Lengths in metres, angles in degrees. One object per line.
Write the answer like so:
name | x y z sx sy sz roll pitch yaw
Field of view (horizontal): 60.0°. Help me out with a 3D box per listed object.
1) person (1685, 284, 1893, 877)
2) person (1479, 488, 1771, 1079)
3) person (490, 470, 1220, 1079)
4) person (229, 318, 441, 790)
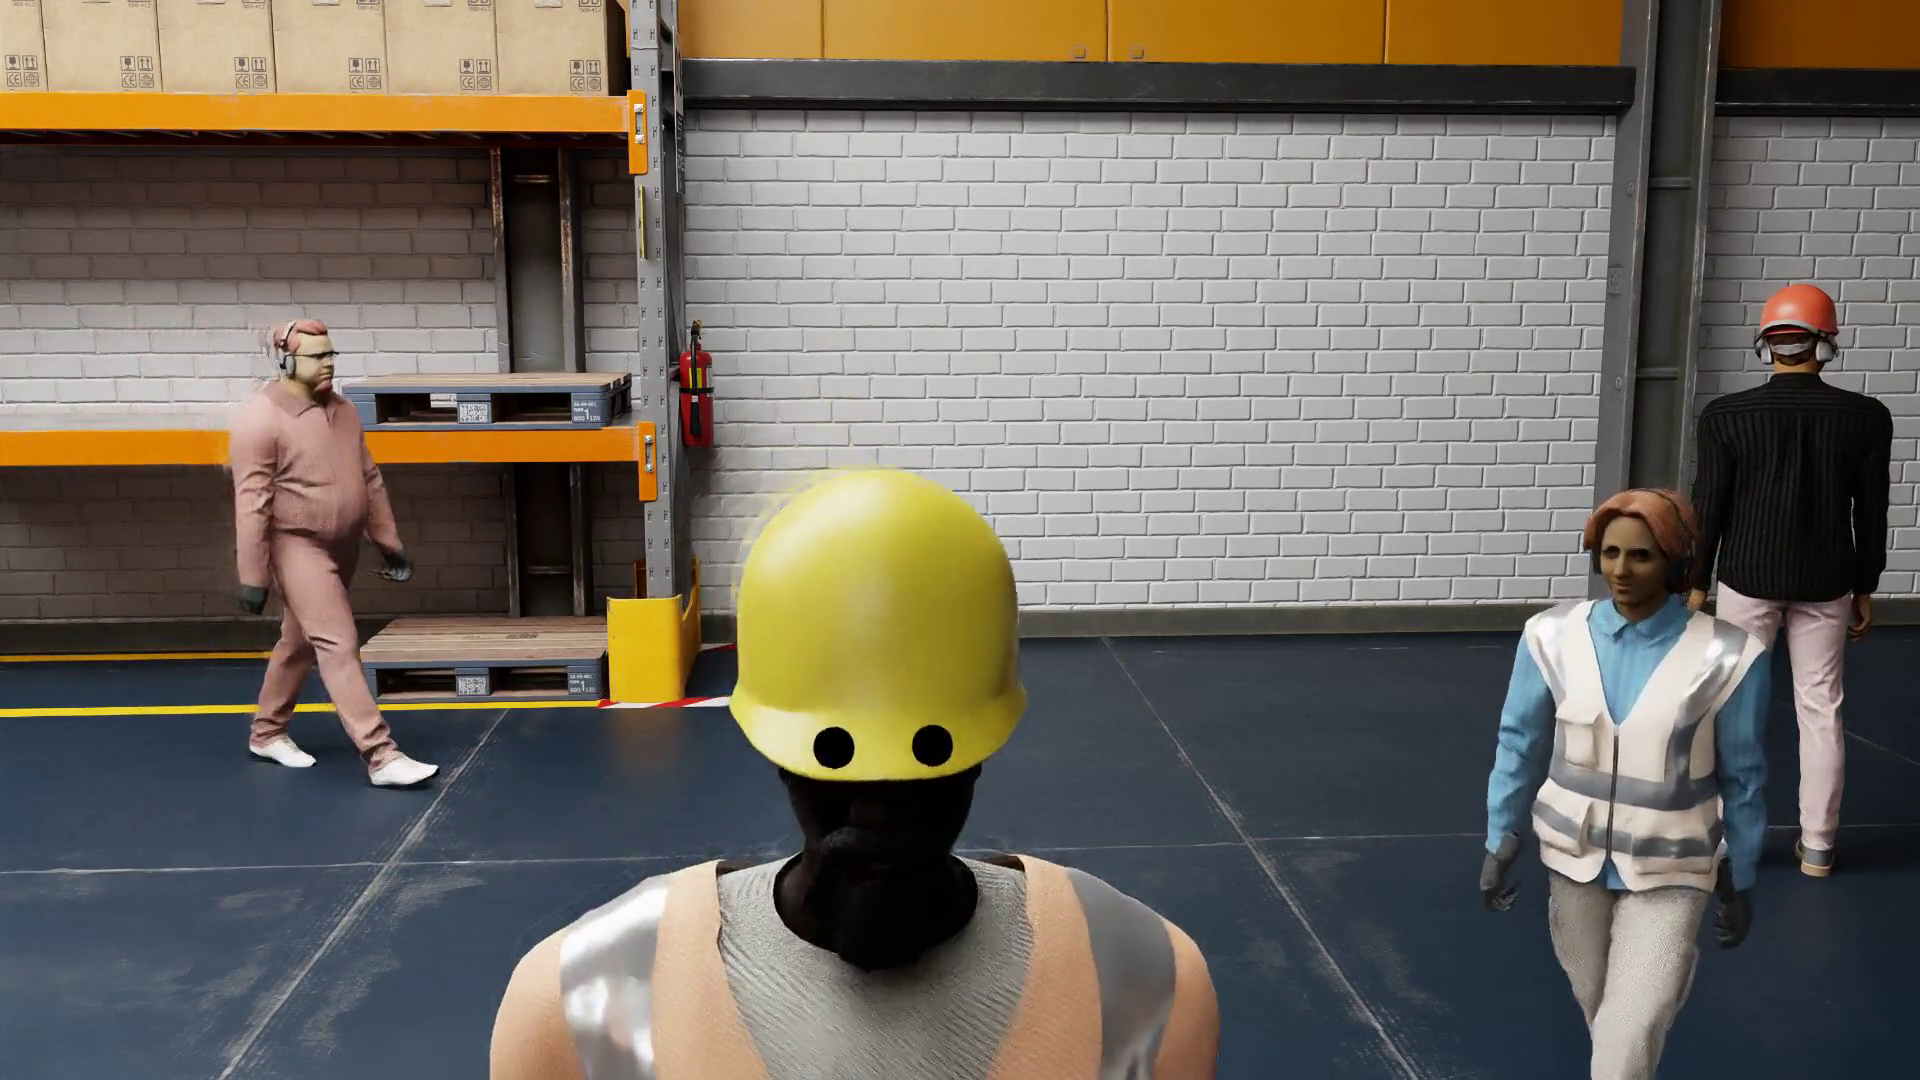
person | 2.772 0.142 5.620 0.612 1.991 0.392 2 9 15
person | 1.403 0.673 3.513 0.530 1.599 0.843 7 12 39
person | -0.083 0.861 1.434 0.593 1.896 0.932 -1 9 -4
person | -2.532 0.052 6.617 1.000 1.857 0.639 2 9 13
